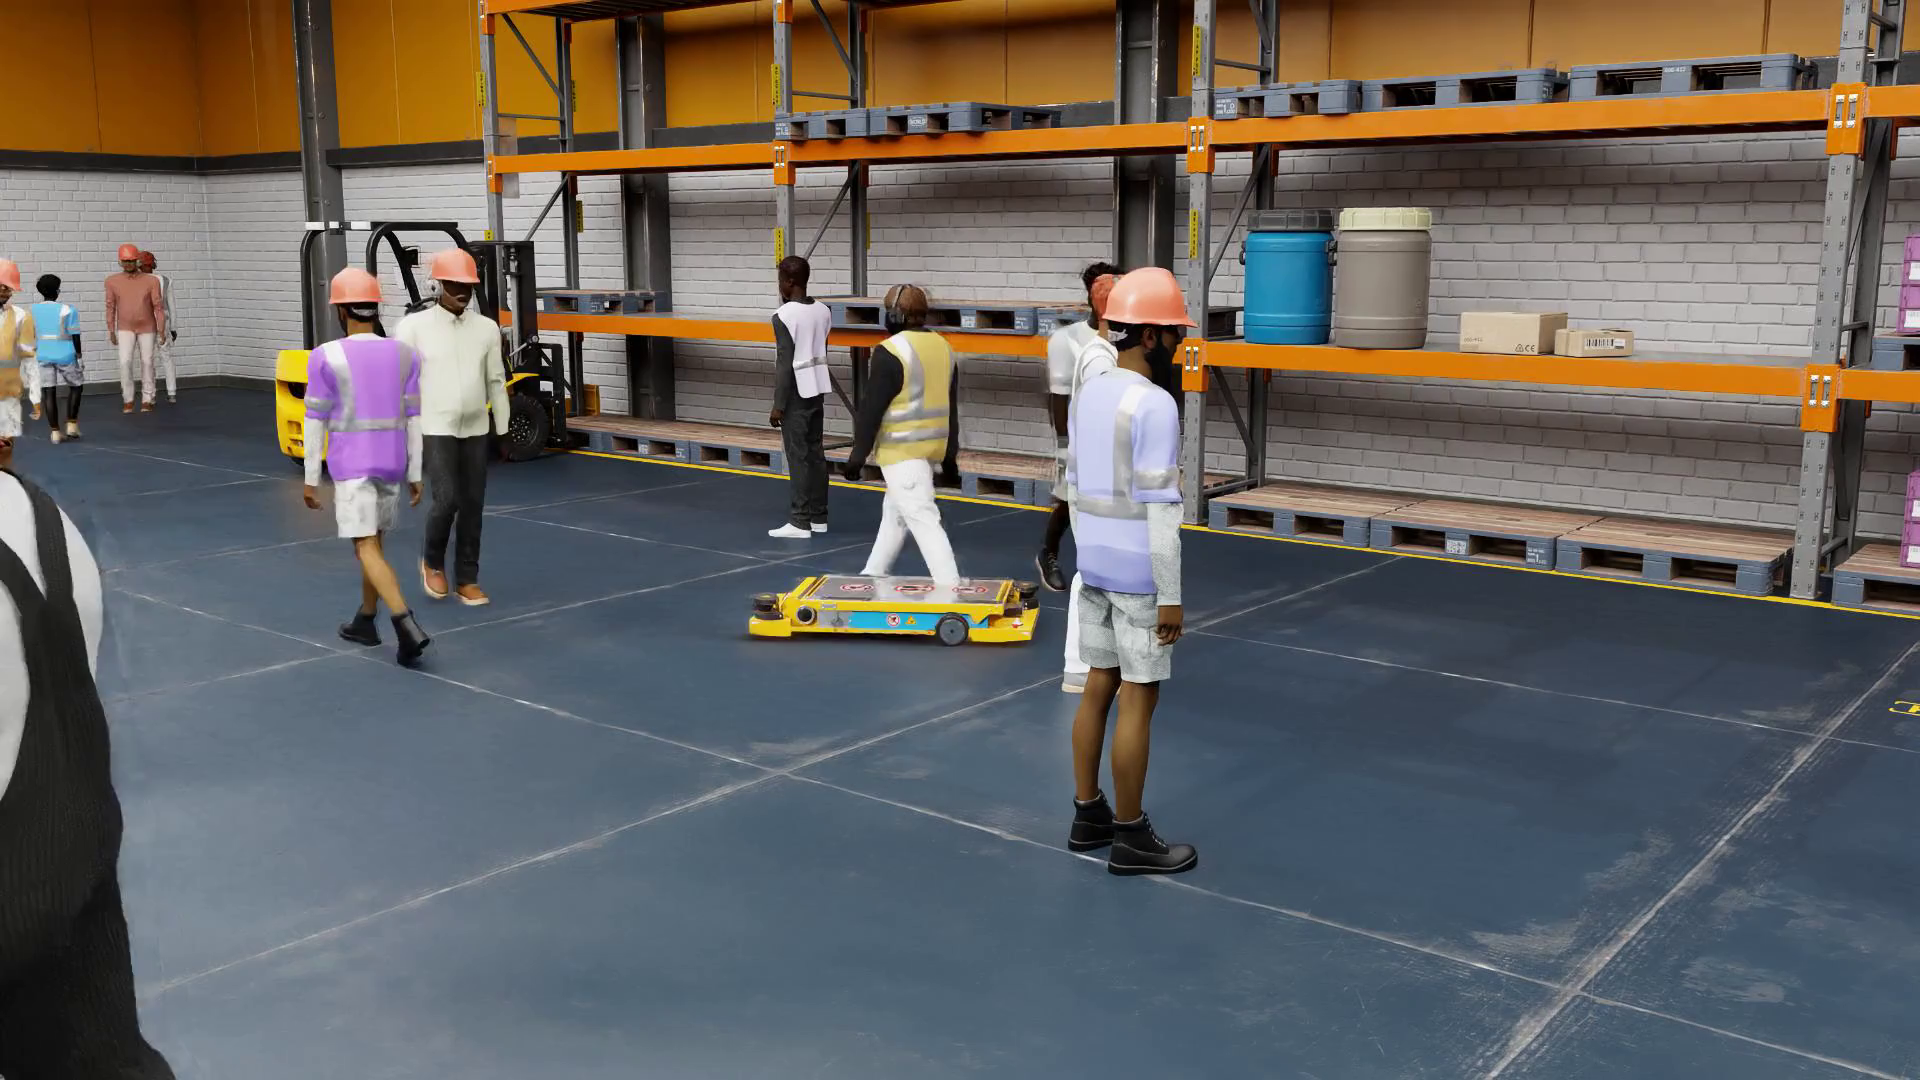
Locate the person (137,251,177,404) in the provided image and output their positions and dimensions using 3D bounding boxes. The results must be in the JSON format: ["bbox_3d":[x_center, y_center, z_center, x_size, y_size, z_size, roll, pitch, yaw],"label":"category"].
[{"bbox_3d":[-10.019,-2.630,20.636,0.337,1.882,0.583,10,14,44],"label":"person"}]

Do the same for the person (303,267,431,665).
[{"bbox_3d":[-2.837,-0.358,8.023,0.947,1.902,0.557,9,14,42],"label":"person"}]

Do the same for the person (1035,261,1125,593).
[{"bbox_3d":[0.716,-0.579,9.208,0.591,1.924,0.978,-4,11,-20],"label":"person"}]

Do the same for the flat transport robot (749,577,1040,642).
[{"bbox_3d":[-0.319,0.344,8.628,1.431,0.197,0.652,1,10,6],"label":"flat transport robot"}]

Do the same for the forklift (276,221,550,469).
[{"bbox_3d":[-4.922,-1.741,14.854,1.214,2.155,2.313,8,13,38],"label":"forklift"}]

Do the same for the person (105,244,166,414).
[{"bbox_3d":[-9.611,-2.455,19.411,0.629,1.968,0.695,-4,11,-23],"label":"person"}]

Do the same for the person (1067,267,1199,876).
[{"bbox_3d":[0.567,0.102,5.355,0.373,1.934,0.551,-5,11,-25],"label":"person"}]

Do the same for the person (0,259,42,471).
[{"bbox_3d":[-6.852,-1.044,11.821,0.563,1.890,0.543,-10,14,-43],"label":"person"}]

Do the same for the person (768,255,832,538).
[{"bbox_3d":[-1.085,-0.971,11.352,0.391,1.920,0.593,5,11,25],"label":"person"}]

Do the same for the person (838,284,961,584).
[{"bbox_3d":[-0.317,-0.462,8.897,0.976,1.792,0.627,6,12,29],"label":"person"}]

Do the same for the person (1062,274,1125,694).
[{"bbox_3d":[0.647,-0.248,7.475,0.340,1.876,0.575,1,10,8],"label":"person"}]

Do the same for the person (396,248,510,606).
[{"bbox_3d":[-2.765,-0.606,9.147,0.642,1.975,0.431,-10,14,-43],"label":"person"}]

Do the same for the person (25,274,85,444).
[{"bbox_3d":[-9.032,-1.813,16.642,0.556,1.678,0.457,-2,10,-9],"label":"person"}]
